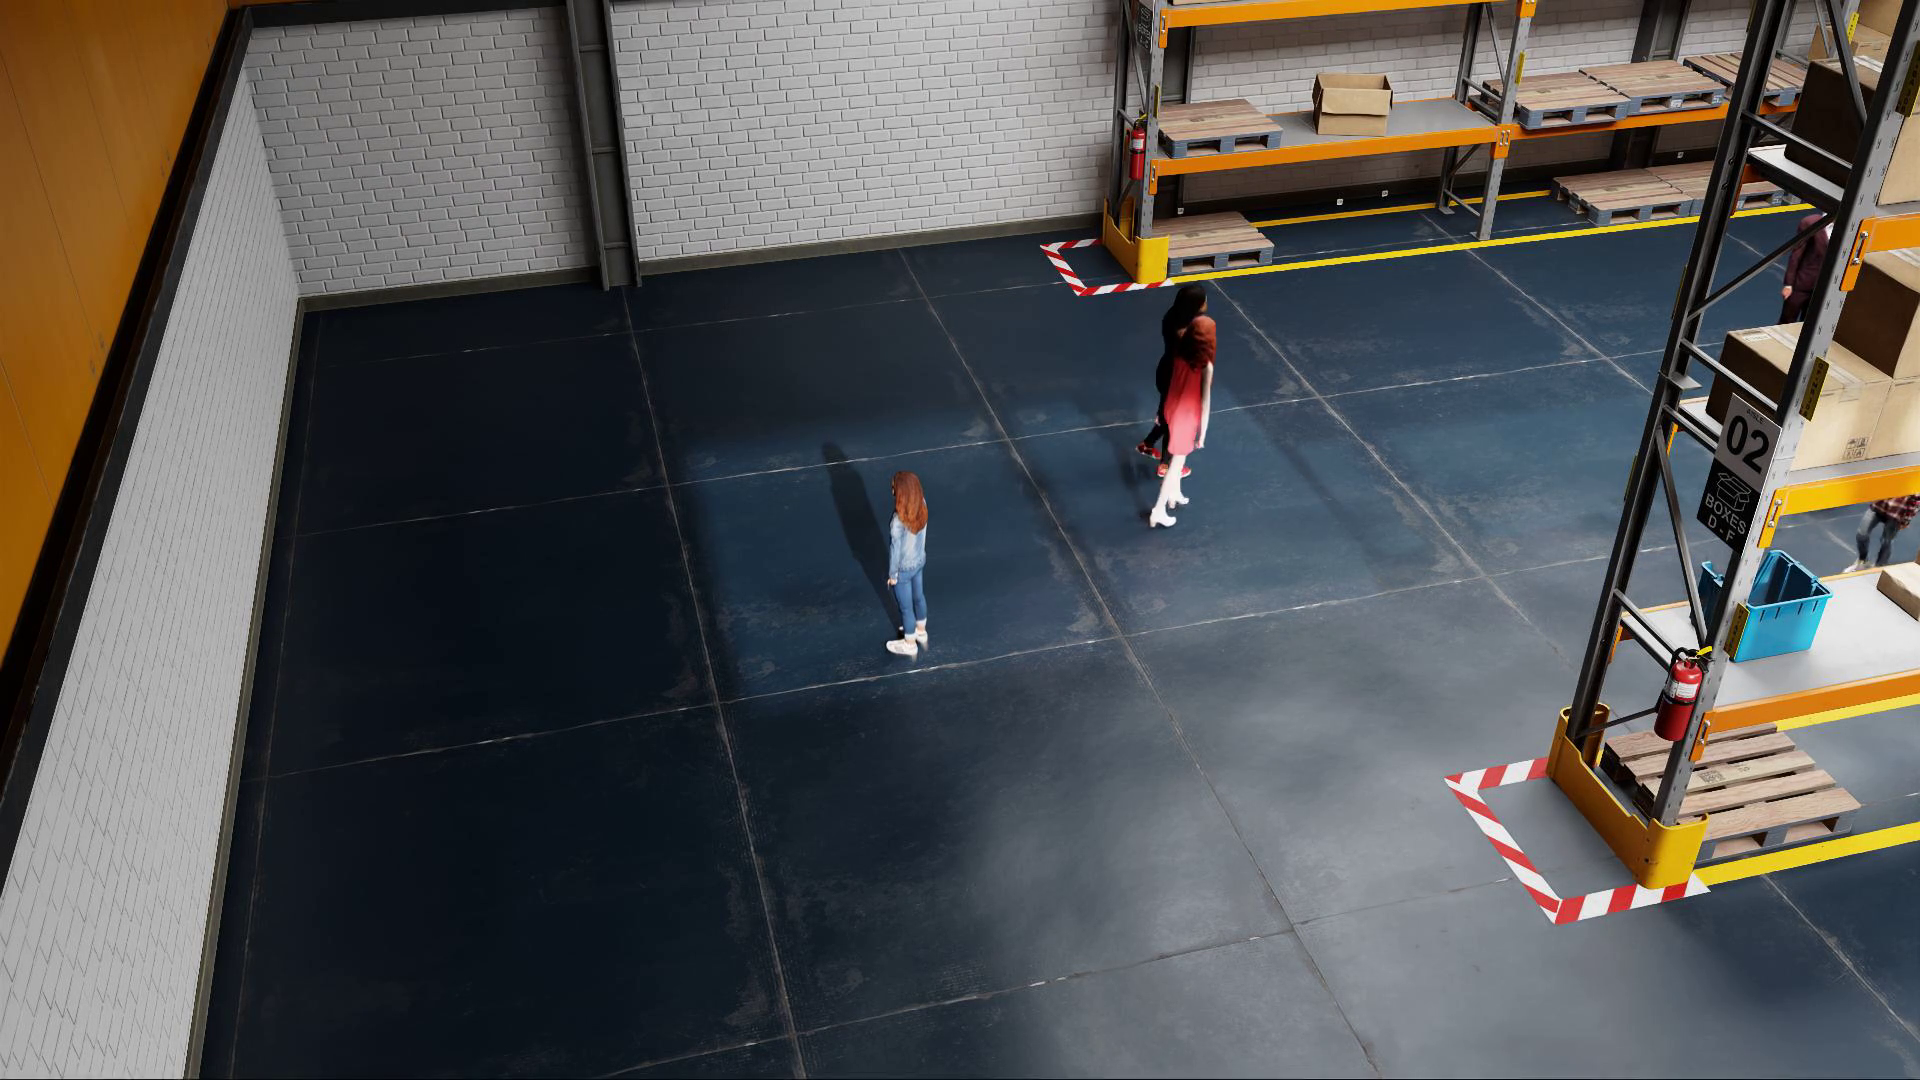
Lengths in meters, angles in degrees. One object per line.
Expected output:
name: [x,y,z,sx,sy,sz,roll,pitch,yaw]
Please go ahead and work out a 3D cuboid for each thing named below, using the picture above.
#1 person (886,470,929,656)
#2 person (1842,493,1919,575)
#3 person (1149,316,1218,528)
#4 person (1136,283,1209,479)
person: [-0.362,0.149,11.808,0.682,1.475,0.622,18,37,24]
person: [7.097,-0.268,12.595,0.603,1.297,0.597,-19,38,-26]
person: [1.693,-0.904,13.102,0.810,1.795,0.732,-20,39,-28]
person: [1.692,-1.293,13.684,0.767,1.800,0.738,-4,34,-6]
